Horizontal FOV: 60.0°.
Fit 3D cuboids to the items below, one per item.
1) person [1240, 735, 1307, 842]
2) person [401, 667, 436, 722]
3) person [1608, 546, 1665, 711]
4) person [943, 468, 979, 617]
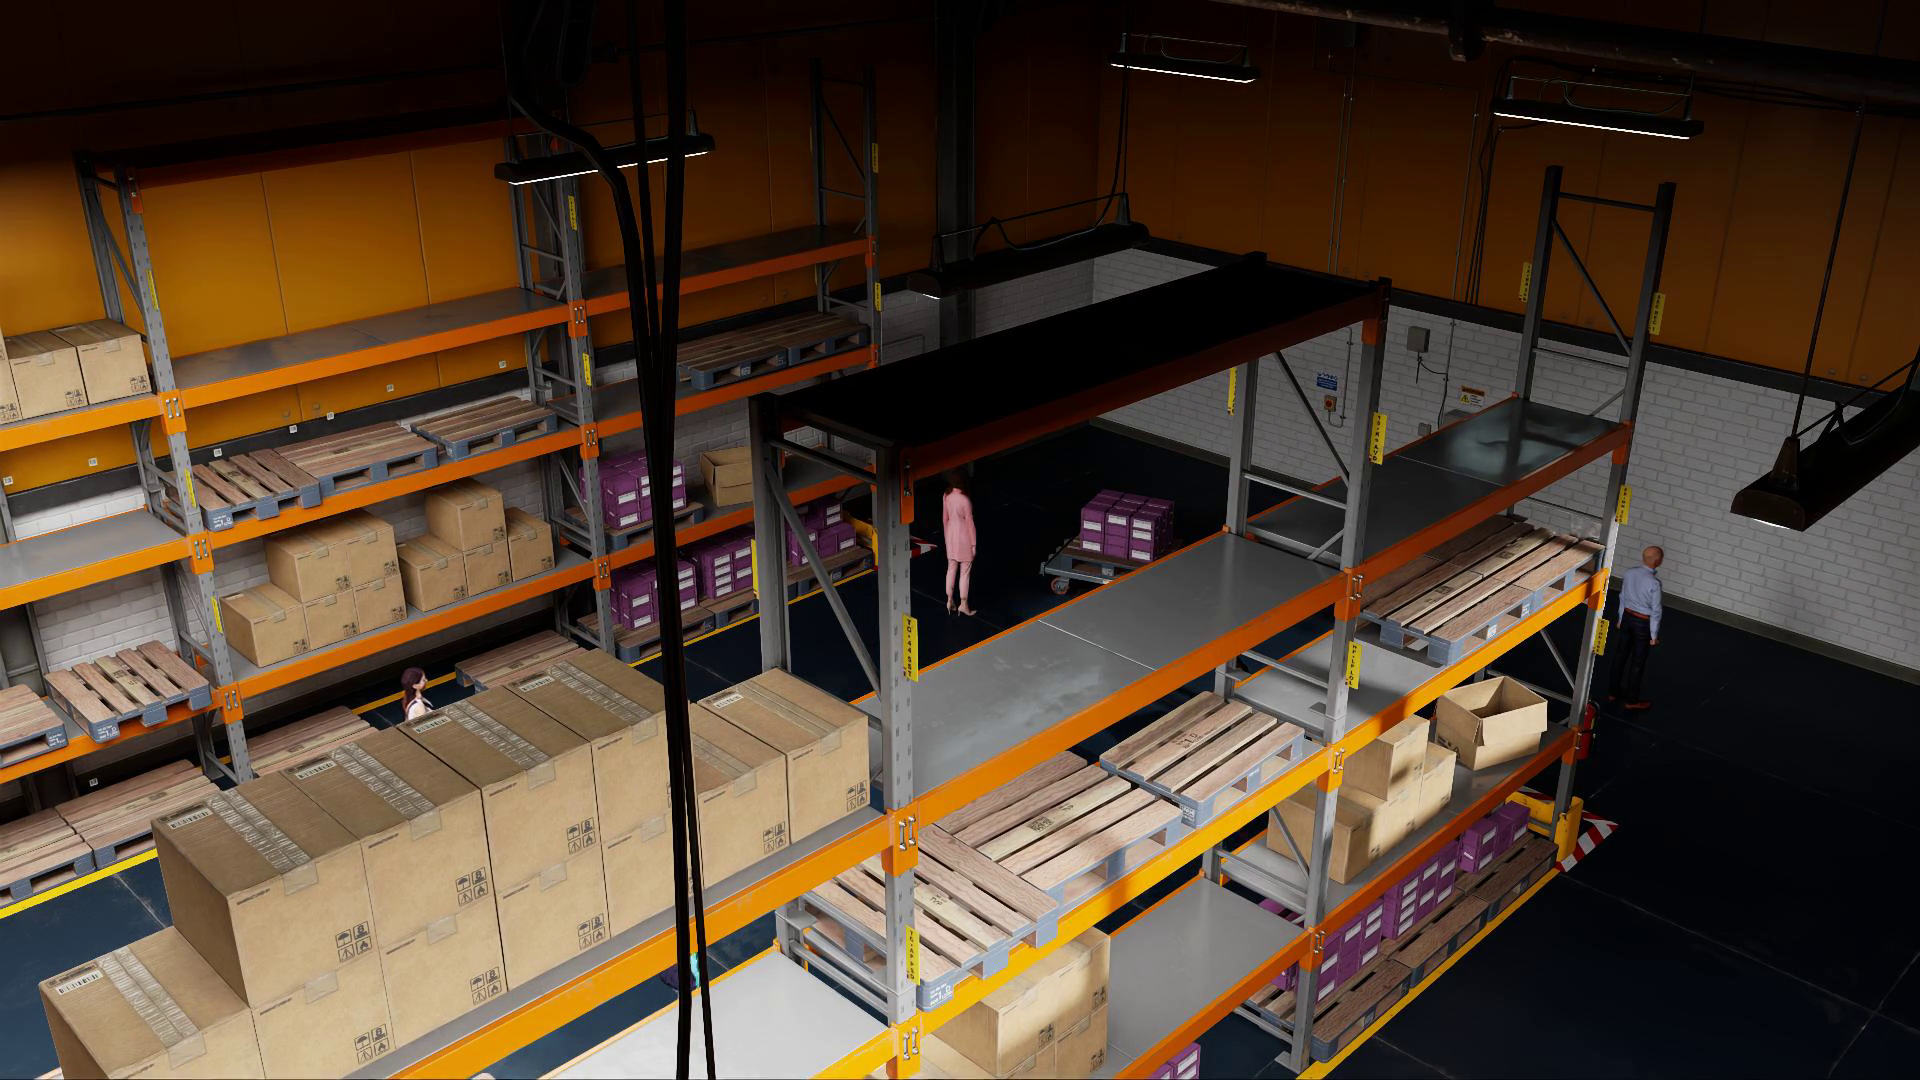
[{"bbox_3d":[2.810,1.966,14.779,0.972,1.678,0.660,-18,30,-36],"label":"person"},{"bbox_3d":[-4.843,1.888,14.996,0.543,1.647,0.577,-18,29,-35],"label":"person"},{"bbox_3d":[6.979,0.883,17.118,0.659,1.790,0.709,-12,26,-26],"label":"person"},{"bbox_3d":[-0.014,0.026,19.061,0.626,1.803,0.539,18,30,36],"label":"person"}]
